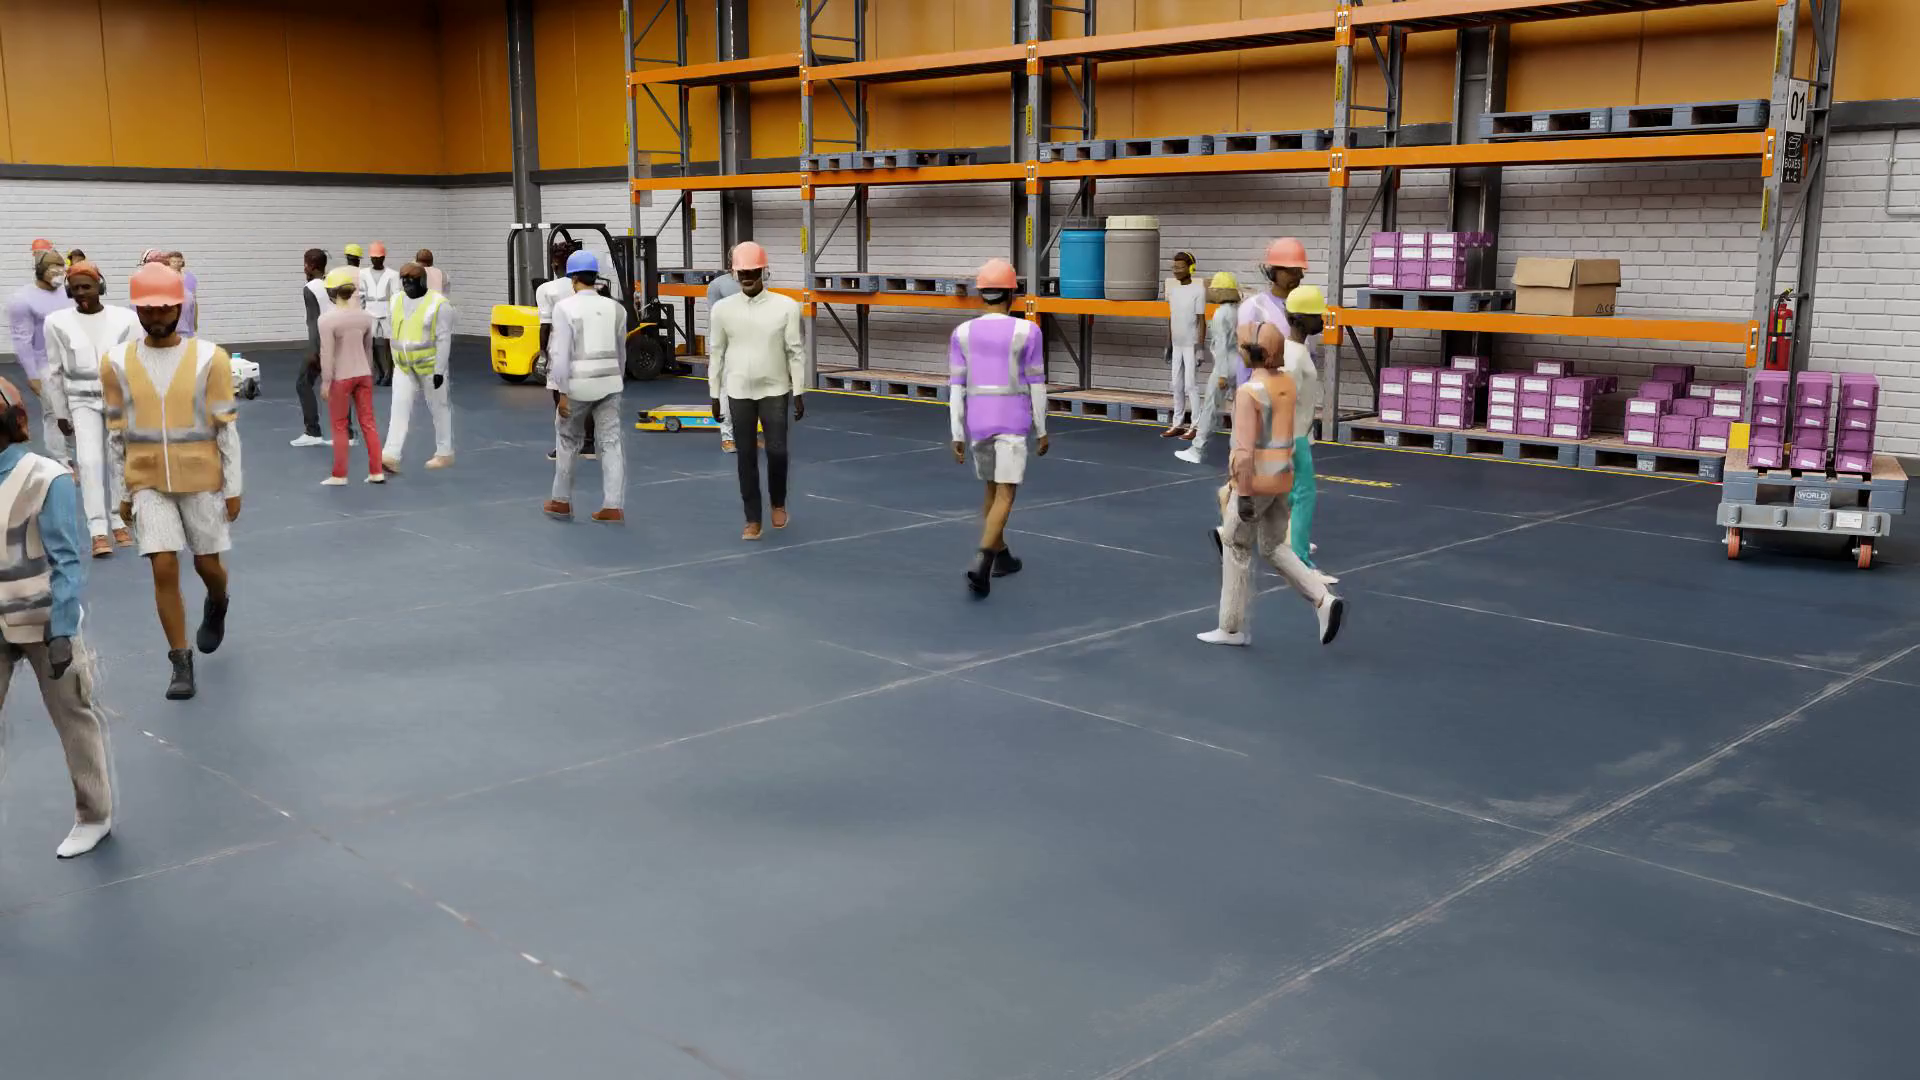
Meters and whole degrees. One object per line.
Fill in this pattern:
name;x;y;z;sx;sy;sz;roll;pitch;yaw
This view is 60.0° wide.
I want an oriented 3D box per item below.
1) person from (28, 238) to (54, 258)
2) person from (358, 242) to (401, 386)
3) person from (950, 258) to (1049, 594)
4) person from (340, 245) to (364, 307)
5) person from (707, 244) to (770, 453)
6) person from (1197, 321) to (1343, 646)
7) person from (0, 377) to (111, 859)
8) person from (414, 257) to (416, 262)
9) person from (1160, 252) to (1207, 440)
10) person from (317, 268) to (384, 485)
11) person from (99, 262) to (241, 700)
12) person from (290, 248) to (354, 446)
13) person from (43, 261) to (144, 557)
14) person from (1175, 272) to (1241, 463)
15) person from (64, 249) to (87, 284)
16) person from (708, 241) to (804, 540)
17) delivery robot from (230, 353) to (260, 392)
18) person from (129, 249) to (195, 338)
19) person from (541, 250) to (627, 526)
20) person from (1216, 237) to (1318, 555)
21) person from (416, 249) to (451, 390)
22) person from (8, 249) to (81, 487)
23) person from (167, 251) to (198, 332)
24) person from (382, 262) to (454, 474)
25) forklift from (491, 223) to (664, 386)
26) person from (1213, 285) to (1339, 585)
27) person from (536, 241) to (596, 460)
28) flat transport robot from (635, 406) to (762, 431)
person;-13.647;-3.512;24.877;0.601;1.968;0.645;-8;13;-37
person;-7.767;-3.013;22.270;0.594;1.927;0.455;-1;10;-3
person;0.194;-0.657;9.539;0.543;1.904;0.949;4;11;21
person;-8.578;-3.223;23.553;0.602;1.876;0.969;-2;11;-12
person;-2.051;-1.791;15.588;0.630;1.940;0.372;-7;12;-33
person;1.513;-0.253;8.065;0.646;1.617;0.521;9;14;41
person;-2.964;0.293;5.136;0.543;1.588;0.845;1;10;6
person;-8.149;-3.456;25.282;0.321;1.718;0.656;-1;10;-6
person;2.234;-1.923;16.533;0.322;1.860;0.521;-7;12;-33
person;-4.968;-1.311;13.480;0.345;1.772;0.527;6;12;30
person;-3.510;-0.285;7.476;0.542;1.916;0.746;-3;11;-16
person;-6.190;-1.840;15.978;0.732;1.888;0.617;1;10;8
person;-5.444;-0.828;10.584;0.596;1.852;0.849;-6;12;-29
person;2.347;-1.490;14.592;0.888;1.700;0.500;8;13;37
person;-11.262;-2.781;21.224;0.579;1.856;0.539;9;14;41
person;-1.361;-0.981;11.058;0.645;1.977;0.437;0;10;2
delivery robot;-8.993;-2.083;20.703;0.477;0.478;0.707;-1;10;-5
person;-6.700;-1.477;13.963;0.399;1.909;0.642;3;11;17
person;-2.675;-1.072;11.740;0.629;1.909;0.865;-10;14;-43
person;2.020;-0.945;10.775;0.617;2.017;0.858;-5;12;-26
person;-7.010;-2.901;21.911;0.626;1.844;0.429;-10;14;-42
person;-7.238;-1.355;13.297;0.465;1.907;0.661;5;11;23
person;-10.696;-3.036;22.721;0.576;1.823;0.846;-8;13;-36
person;-4.640;-1.451;14.140;0.636;1.788;0.965;3;11;15
forklift;-5.316;-3.263;22.920;2.313;2.155;1.214;-10;14;-44
person;1.862;-0.609;9.668;0.665;1.743;0.525;2;11;10
person;-3.532;-1.691;14.965;0.613;1.963;0.361;-10;14;-44
flat transport robot;-2.598;-1.279;17.345;1.431;0.197;0.652;1;10;5
